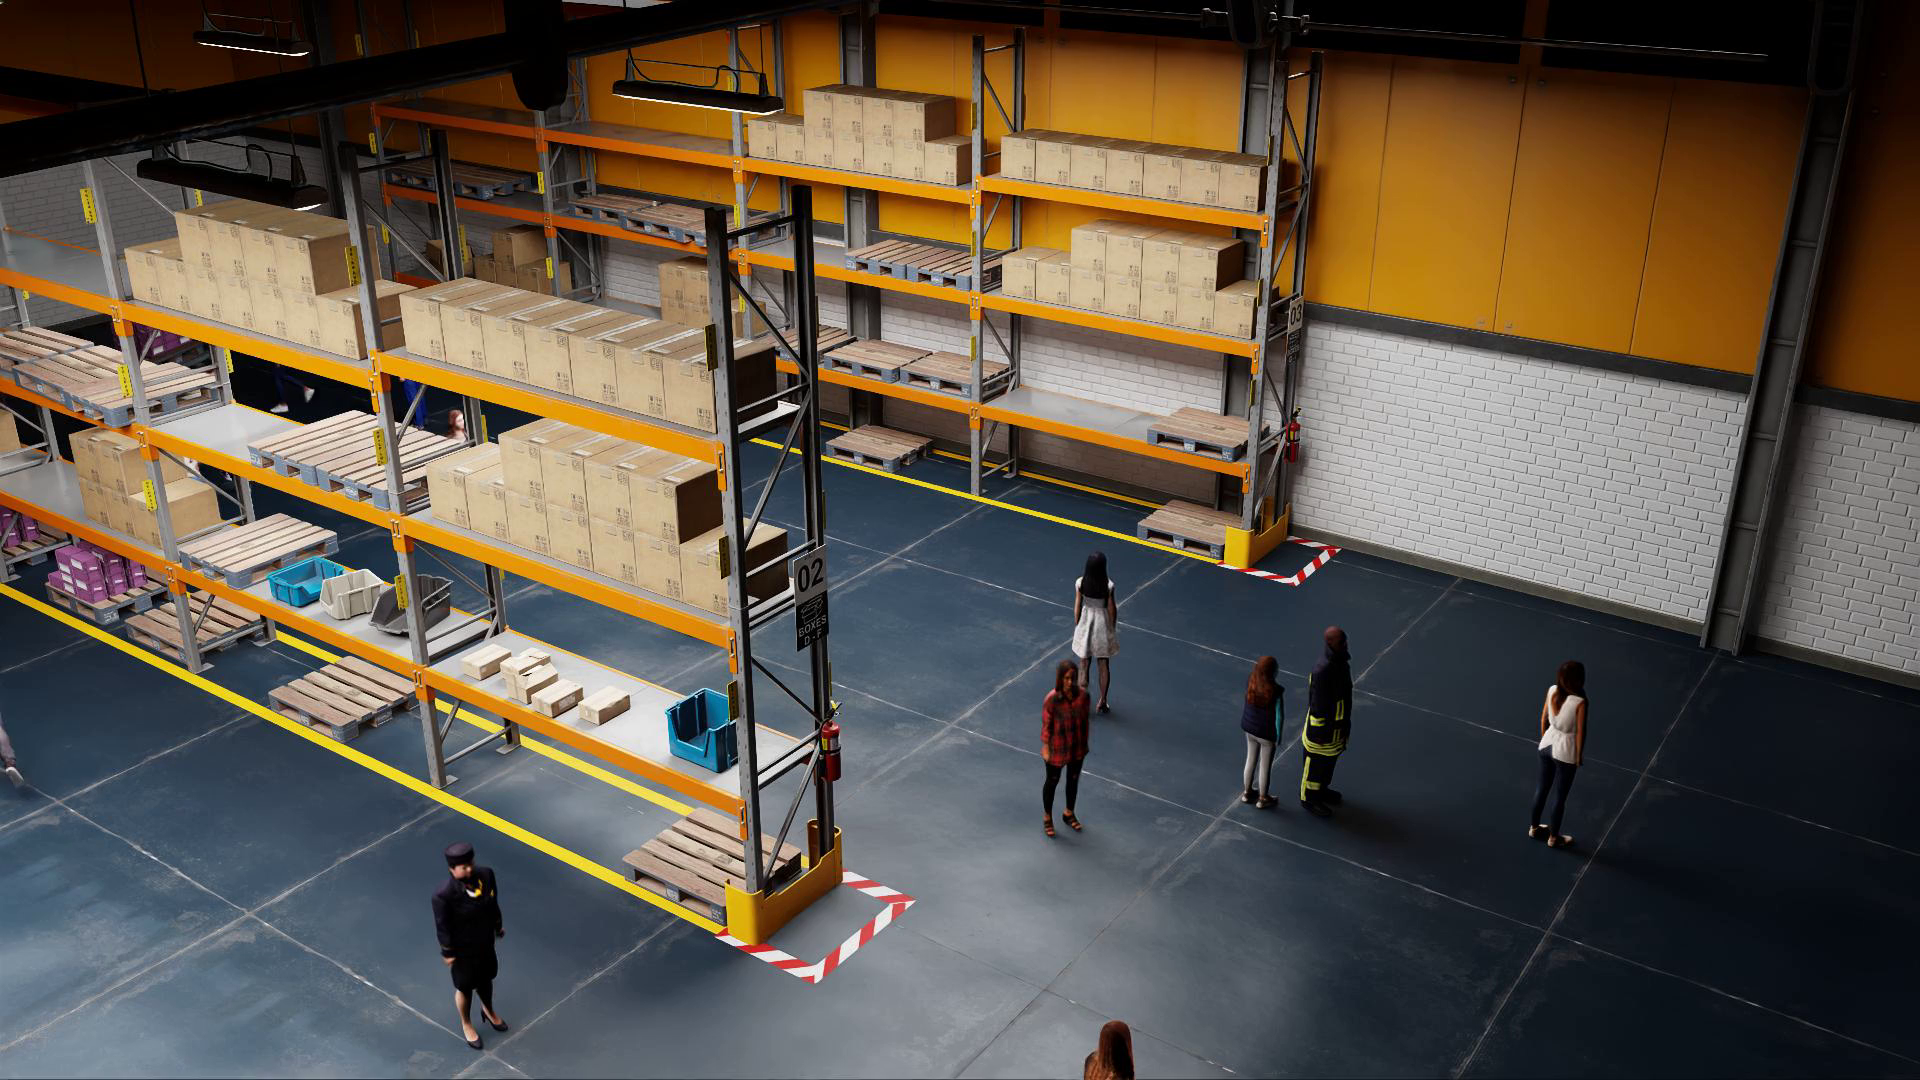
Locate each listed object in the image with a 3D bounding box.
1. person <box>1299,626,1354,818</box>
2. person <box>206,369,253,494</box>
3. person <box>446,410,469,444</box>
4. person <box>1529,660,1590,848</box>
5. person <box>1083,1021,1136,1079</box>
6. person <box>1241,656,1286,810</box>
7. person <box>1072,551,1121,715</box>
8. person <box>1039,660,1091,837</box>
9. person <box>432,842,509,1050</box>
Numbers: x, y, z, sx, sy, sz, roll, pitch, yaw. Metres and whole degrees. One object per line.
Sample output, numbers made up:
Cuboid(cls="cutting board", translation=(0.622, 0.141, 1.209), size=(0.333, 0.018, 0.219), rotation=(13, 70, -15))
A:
Cuboid(cls="person", translation=(3.334, 1.605, 15.155), size=(0.650, 1.822, 0.740), rotation=(14, 27, 30))
Cuboid(cls="person", translation=(-9.900, -1.485, 22.312), size=(0.917, 1.751, 0.691), rotation=(10, 25, 21))
Cuboid(cls="person", translation=(-6.217, -0.798, 20.749), size=(0.578, 1.746, 0.625), rotation=(9, 25, 21))
Cuboid(cls="person", translation=(5.252, 1.866, 14.610), size=(0.720, 1.781, 0.594), rotation=(-14, 27, -28))
Cuboid(cls="person", translation=(0.849, 3.765, 10.376), size=(0.911, 1.693, 0.950), rotation=(-13, 27, -28))
Cuboid(cls="person", translation=(2.762, 1.745, 15.237), size=(0.680, 1.500, 0.573), rotation=(-20, 31, -38))
Cuboid(cls="person", translation=(1.361, 0.929, 16.761), size=(0.691, 1.774, 0.798), rotation=(6, 24, 14))
Cuboid(cls="person", translation=(0.938, 1.830, 14.790), size=(0.707, 1.702, 0.730), rotation=(-9, 25, -20))
Cuboid(cls="person", translation=(-3.600, 2.954, 12.257), size=(0.633, 1.671, 0.698), rotation=(18, 29, 35))
